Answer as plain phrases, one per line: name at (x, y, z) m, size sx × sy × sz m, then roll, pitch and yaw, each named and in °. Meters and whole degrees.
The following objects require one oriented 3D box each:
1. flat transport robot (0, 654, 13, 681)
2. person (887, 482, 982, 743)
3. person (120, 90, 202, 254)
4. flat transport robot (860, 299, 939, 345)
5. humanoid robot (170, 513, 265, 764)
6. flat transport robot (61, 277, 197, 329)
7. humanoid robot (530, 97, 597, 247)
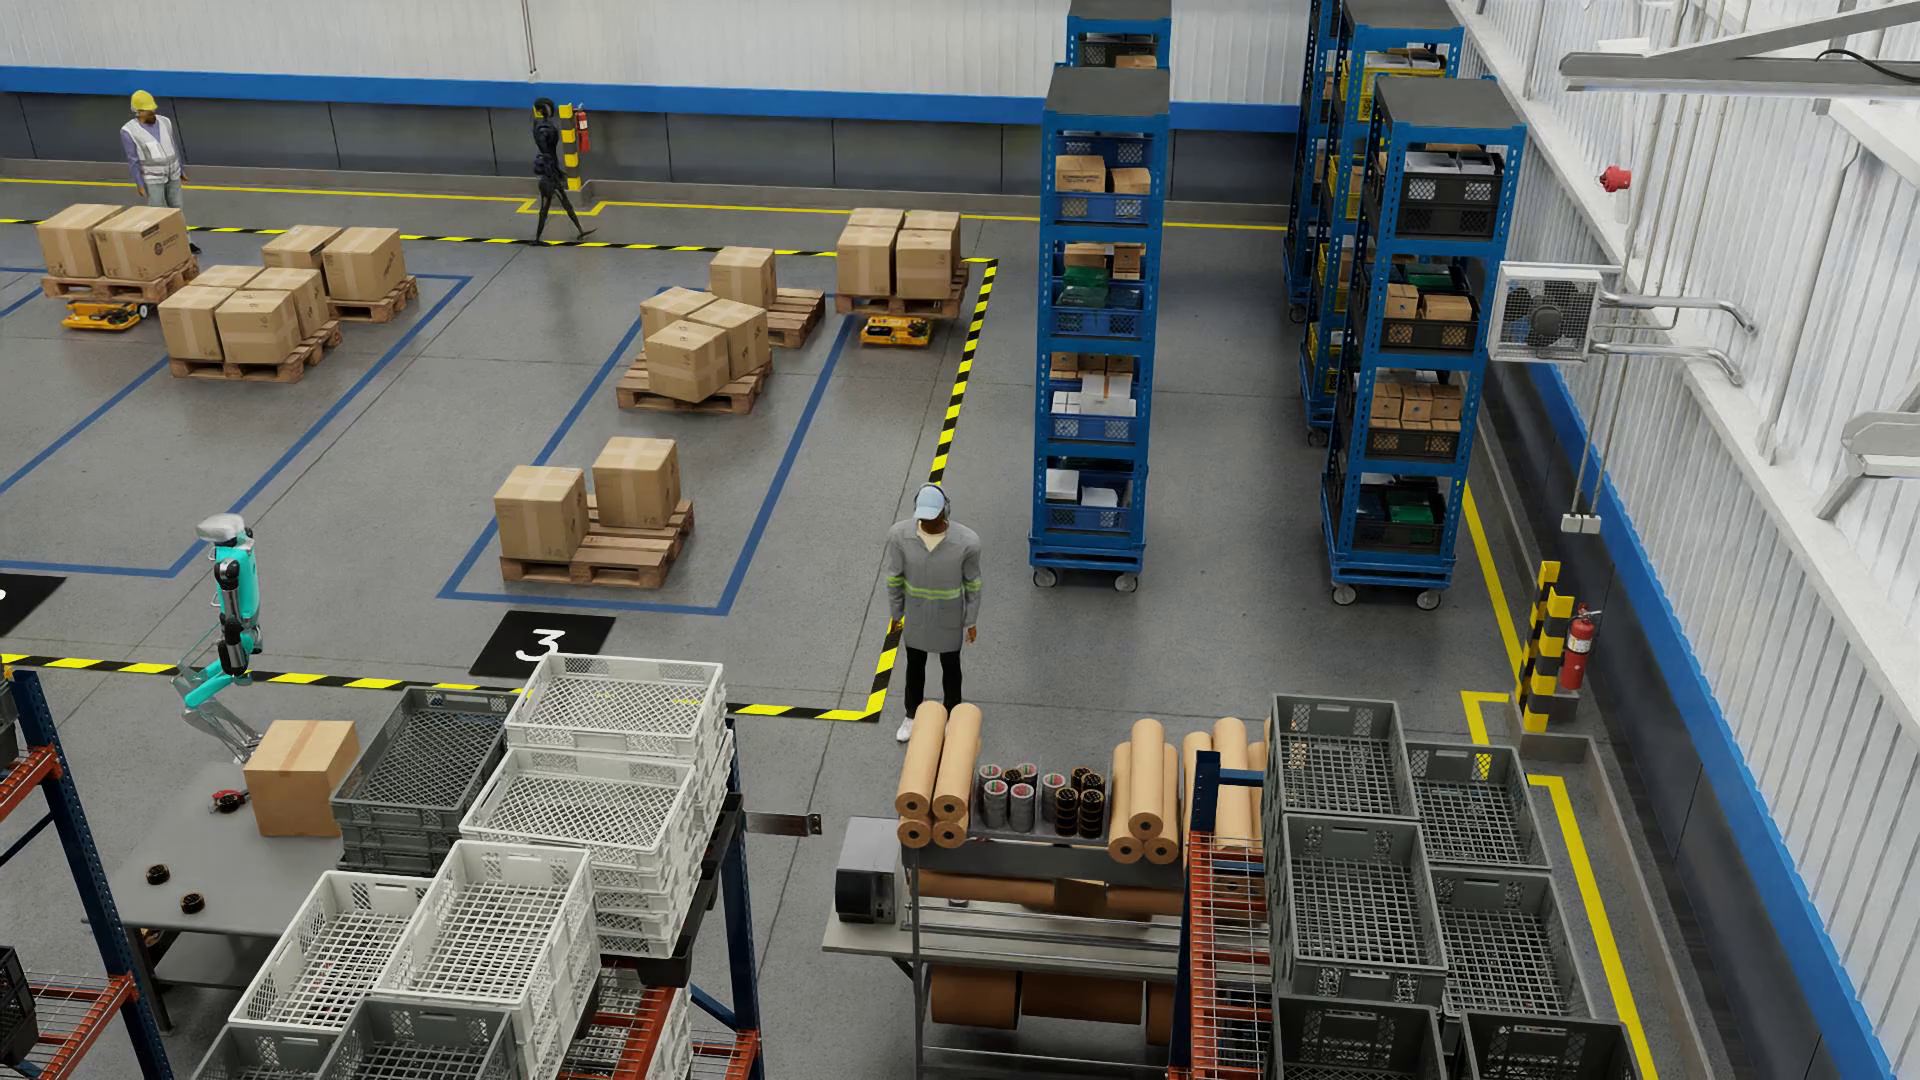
flat transport robot at (-7.142, 0.969, 11.010) m, size 1.431 × 0.231 × 0.659 m, roll 3°, pitch 30°, yaw 6°
person at (-0.165, 0.466, 10.299) m, size 0.589 × 1.852 × 0.399 m, roll 5°, pitch 31°, yaw 9°
person at (-8.571, -3.908, 17.830) m, size 0.404 × 1.831 × 0.599 m, roll 17°, pitch 34°, yaw 27°
flat transport robot at (-0.562, -2.332, 16.651) m, size 0.652 × 0.197 × 1.431 m, roll 3°, pitch 30°, yaw 6°
humanoid robot at (-4.508, 0.617, 10.021) m, size 0.735 × 1.676 × 0.533 m, roll -5°, pitch 31°, yaw -9°
flat transport robot at (-8.471, -2.516, 16.968) m, size 0.652 × 0.197 × 1.431 m, roll 3°, pitch 30°, yaw 6°
humanoid robot at (-4.432, -4.023, 18.204) m, size 0.733 × 1.631 × 0.591 m, roll -2°, pitch 30°, yaw -4°
